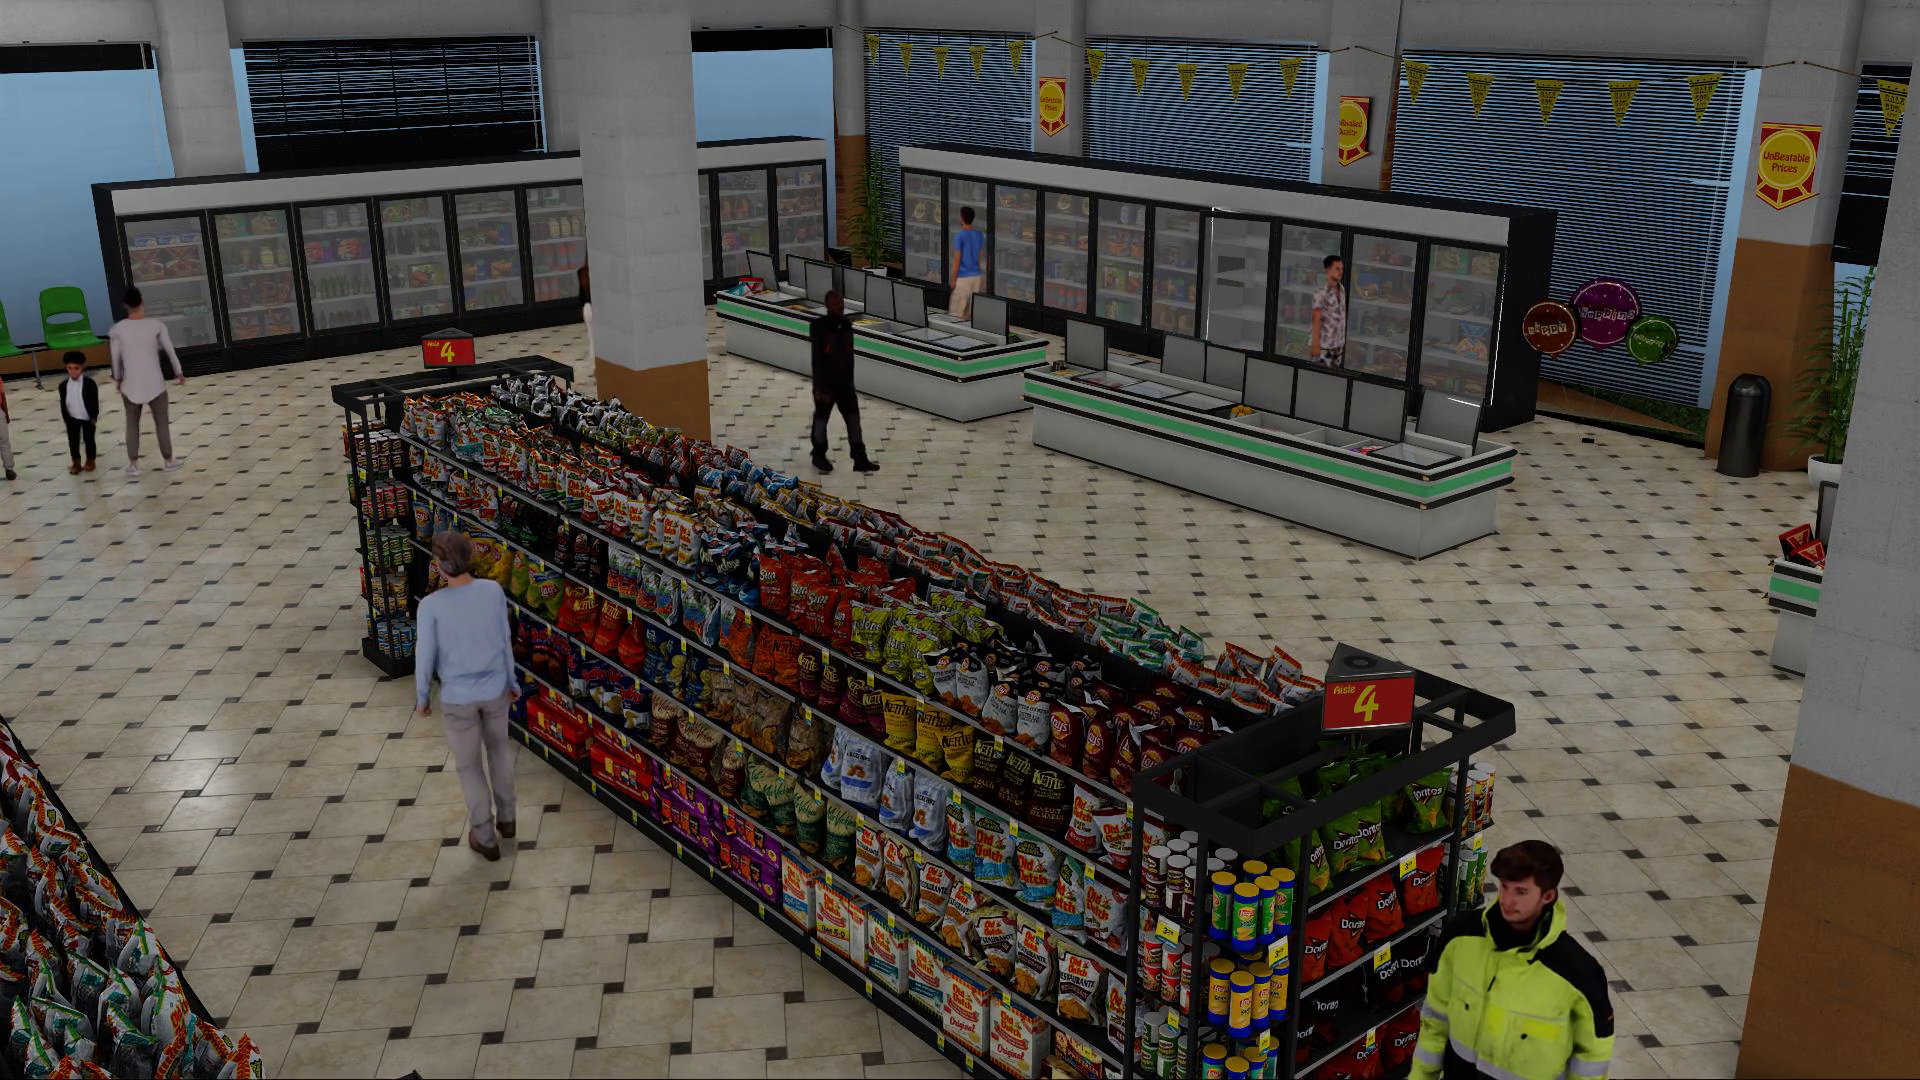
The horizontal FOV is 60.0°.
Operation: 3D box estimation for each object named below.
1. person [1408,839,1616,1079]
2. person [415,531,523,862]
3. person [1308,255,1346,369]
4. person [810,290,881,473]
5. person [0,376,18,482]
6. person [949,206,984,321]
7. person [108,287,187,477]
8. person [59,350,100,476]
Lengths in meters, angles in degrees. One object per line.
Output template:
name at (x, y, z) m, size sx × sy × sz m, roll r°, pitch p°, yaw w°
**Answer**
person at (1.978, 1.899, 5.807) m, size 0.861 × 1.943 × 1.012 m, roll -17°, pitch 25°, yaw -40°
person at (-2.587, 0.868, 8.960) m, size 0.707 × 1.881 × 0.632 m, roll -13°, pitch 23°, yaw -34°
person at (4.007, -2.211, 18.199) m, size 0.671 × 1.815 × 0.558 m, roll -17°, pitch 25°, yaw -42°
person at (-1.307, -1.544, 16.251) m, size 0.739 × 1.795 × 1.105 m, roll -13°, pitch 23°, yaw -34°
person at (-9.339, -1.202, 15.996) m, size 0.487 × 1.310 × 0.492 m, roll -12°, pitch 22°, yaw -33°
person at (0.109, -3.390, 21.610) m, size 0.661 × 1.868 × 0.656 m, roll -16°, pitch 24°, yaw -40°
person at (-7.966, -1.546, 16.182) m, size 0.906 × 1.842 × 0.796 m, roll -4°, pitch 19°, yaw -12°
person at (-8.632, -1.272, 16.359) m, size 0.646 × 1.210 × 0.722 m, roll -3°, pitch 19°, yaw -10°
